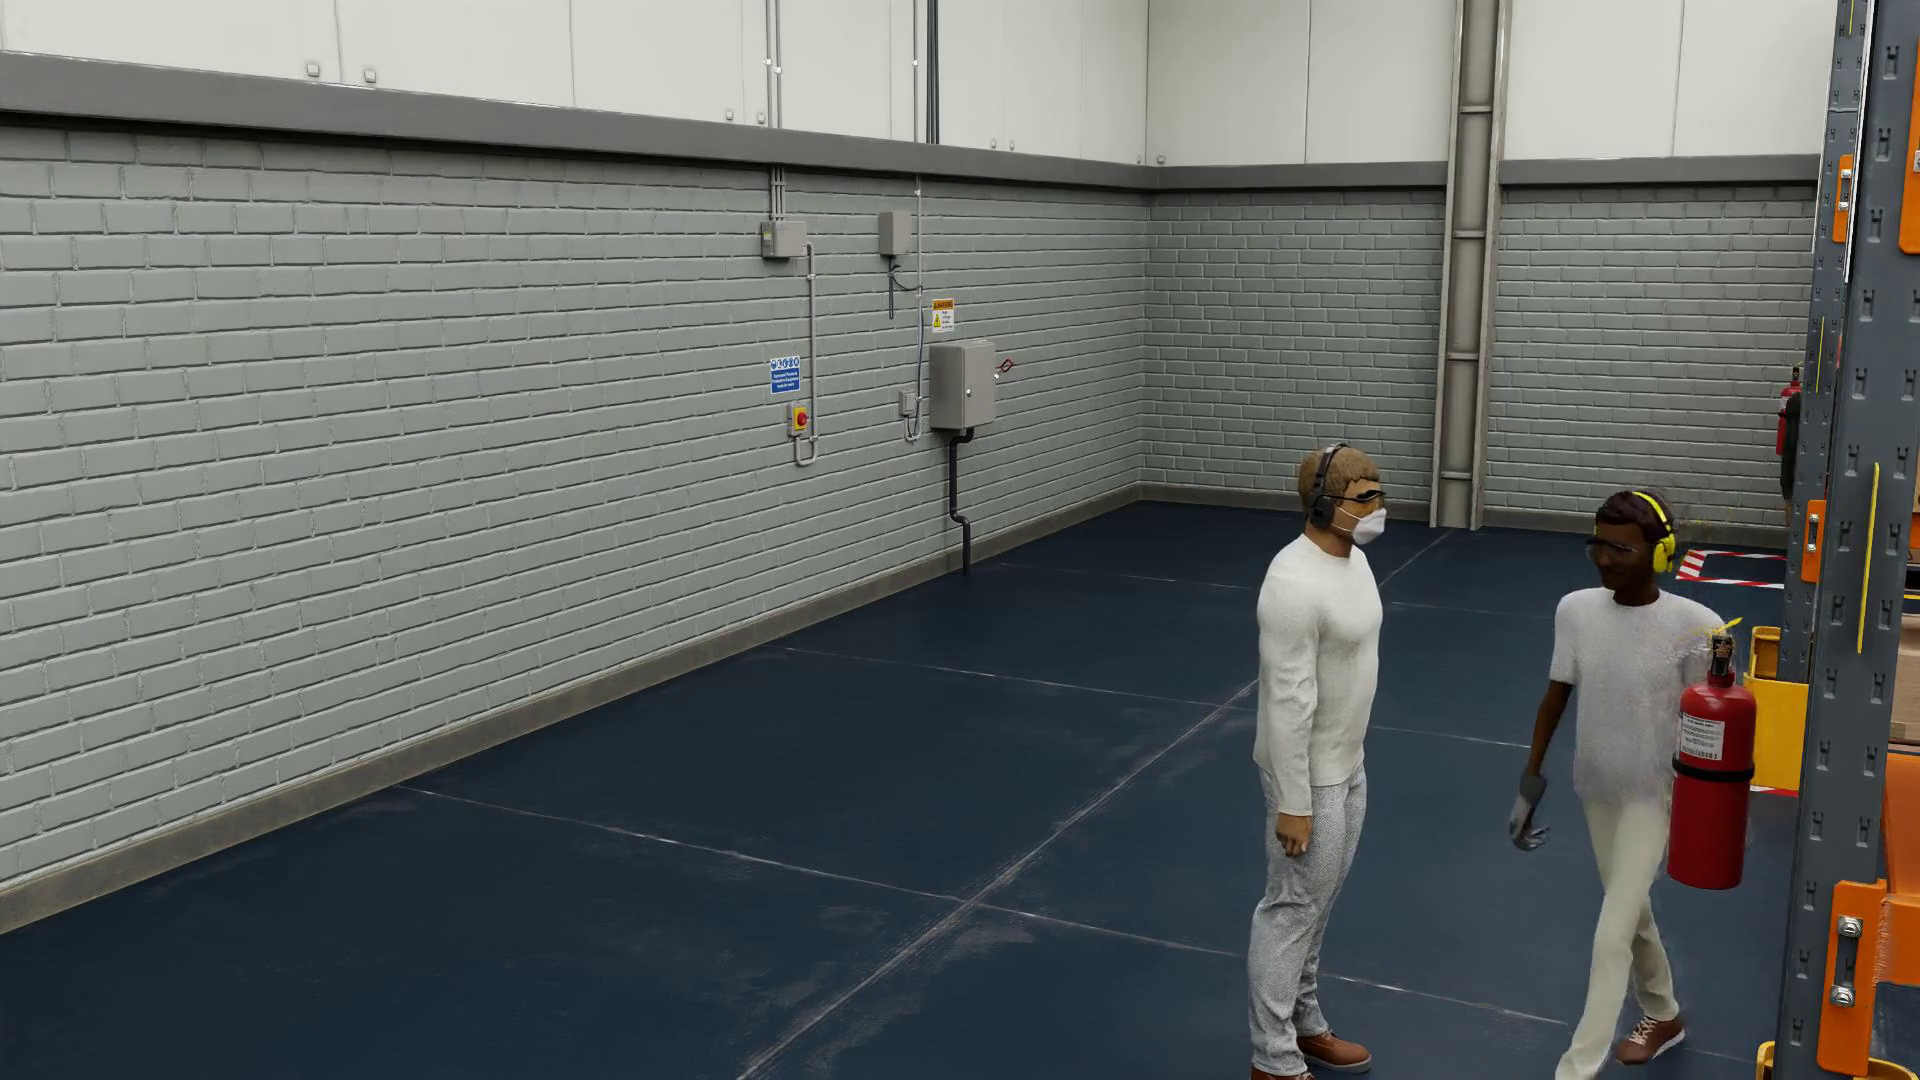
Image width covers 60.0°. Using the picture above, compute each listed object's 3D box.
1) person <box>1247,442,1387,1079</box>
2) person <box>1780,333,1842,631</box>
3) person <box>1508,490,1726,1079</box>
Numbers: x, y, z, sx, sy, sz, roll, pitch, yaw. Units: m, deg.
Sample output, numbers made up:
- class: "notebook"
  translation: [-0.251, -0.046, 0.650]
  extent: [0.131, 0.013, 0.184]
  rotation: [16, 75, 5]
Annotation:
- class: "person"
  translation: [1.037, 0.678, 4.823]
  extent: [0.355, 1.938, 0.636]
  rotation: [5, 12, 27]
- class: "person"
  translation: [5.331, -0.280, 10.039]
  extent: [0.778, 1.942, 0.495]
  rotation: [0, 10, 2]
- class: "person"
  translation: [1.904, 0.747, 4.803]
  extent: [0.990, 1.814, 0.552]
  rotation: [-8, 13, -36]
